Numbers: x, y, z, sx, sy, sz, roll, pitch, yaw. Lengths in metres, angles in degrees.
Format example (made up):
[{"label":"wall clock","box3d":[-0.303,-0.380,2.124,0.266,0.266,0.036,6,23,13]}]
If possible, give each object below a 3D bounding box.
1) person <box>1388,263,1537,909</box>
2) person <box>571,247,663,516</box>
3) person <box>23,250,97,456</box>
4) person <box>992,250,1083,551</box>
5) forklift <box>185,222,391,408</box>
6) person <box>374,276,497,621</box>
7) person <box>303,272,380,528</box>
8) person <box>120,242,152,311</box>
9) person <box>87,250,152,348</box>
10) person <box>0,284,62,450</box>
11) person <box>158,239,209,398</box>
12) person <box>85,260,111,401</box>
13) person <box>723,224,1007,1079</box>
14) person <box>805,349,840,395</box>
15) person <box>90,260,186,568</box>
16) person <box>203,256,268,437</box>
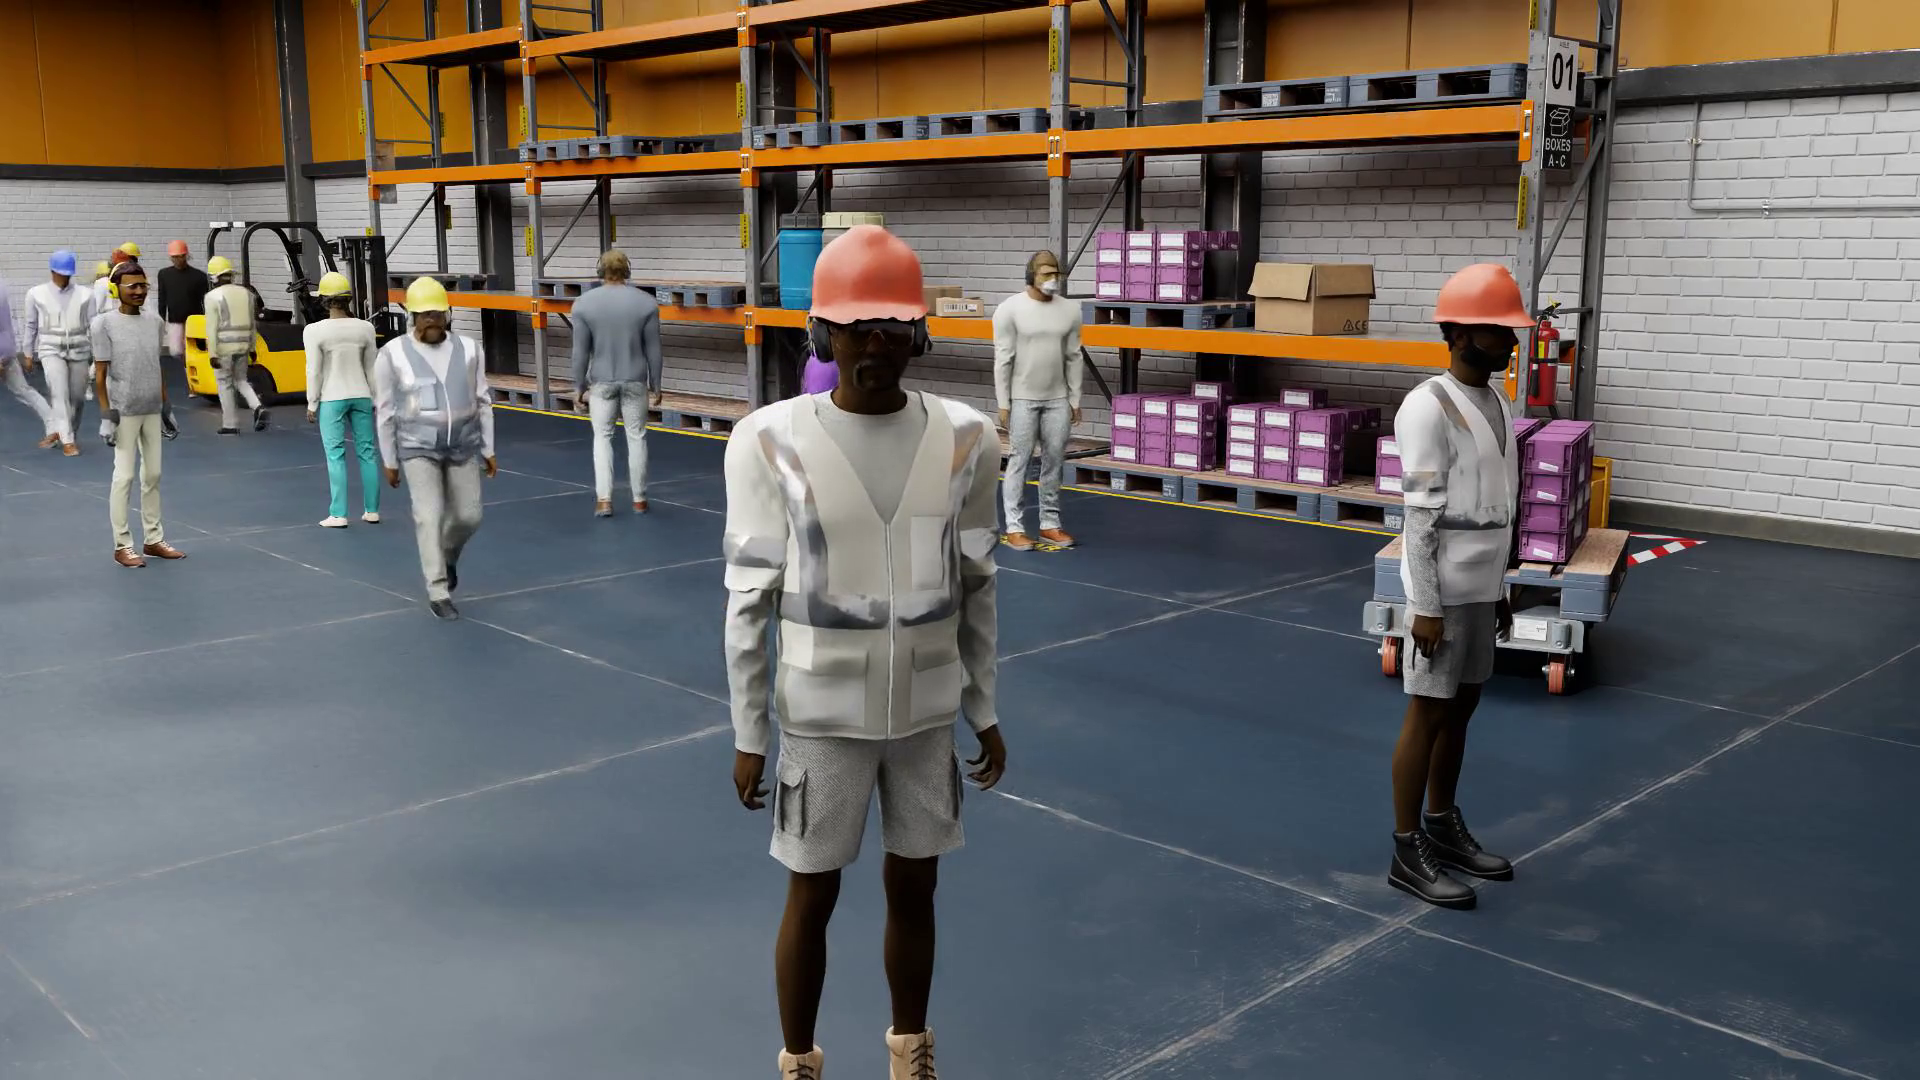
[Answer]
[{"label":"person","box3d":[1.537,0.136,5.083,0.354,1.939,0.545,9,14,40]},{"label":"person","box3d":[-2.465,-1.135,12.021,0.631,1.942,0.389,-2,11,-11]},{"label":"person","box3d":[-8.379,-1.753,15.526,0.634,1.897,0.908,-8,13,-39]},{"label":"person","box3d":[0.499,-0.894,10.733,0.627,1.930,0.373,-5,12,-26]},{"label":"forklift","box3d":[-8.169,-2.758,20.163,2.313,2.155,1.214,-10,14,-44]},{"label":"person","box3d":[-2.813,-0.500,8.889,0.601,1.813,0.574,-7,13,-34]},{"label":"person","box3d":[-4.286,-0.966,11.552,0.302,1.772,0.530,9,14,42]},{"label":"person","box3d":[-10.928,-2.959,21.988,0.593,1.924,0.381,2,11,13]},{"label":"person","box3d":[-9.594,-2.367,18.955,0.918,1.840,0.682,9,13,39]},{"label":"person","box3d":[-8.963,-1.744,15.539,1.077,1.887,0.619,-3,11,-14]},{"label":"person","box3d":[-9.714,-2.788,20.934,0.655,1.971,0.641,-1,10,-3]},{"label":"person","box3d":[-10.490,-2.570,20.446,0.493,1.723,0.745,3,11,16]},{"label":"person","box3d":[-0.184,0.364,3.555,0.615,2.040,0.391,-4,11,-19]},{"label":"person","box3d":[-0.422,-0.252,7.247,0.402,1.924,0.551,3,11,18]},{"label":"person","box3d":[-5.060,-0.777,10.247,0.319,1.870,0.521,5,11,25]},{"label":"person","box3d":[-7.295,-1.934,16.693,0.494,1.814,0.610,5,11,25]}]
